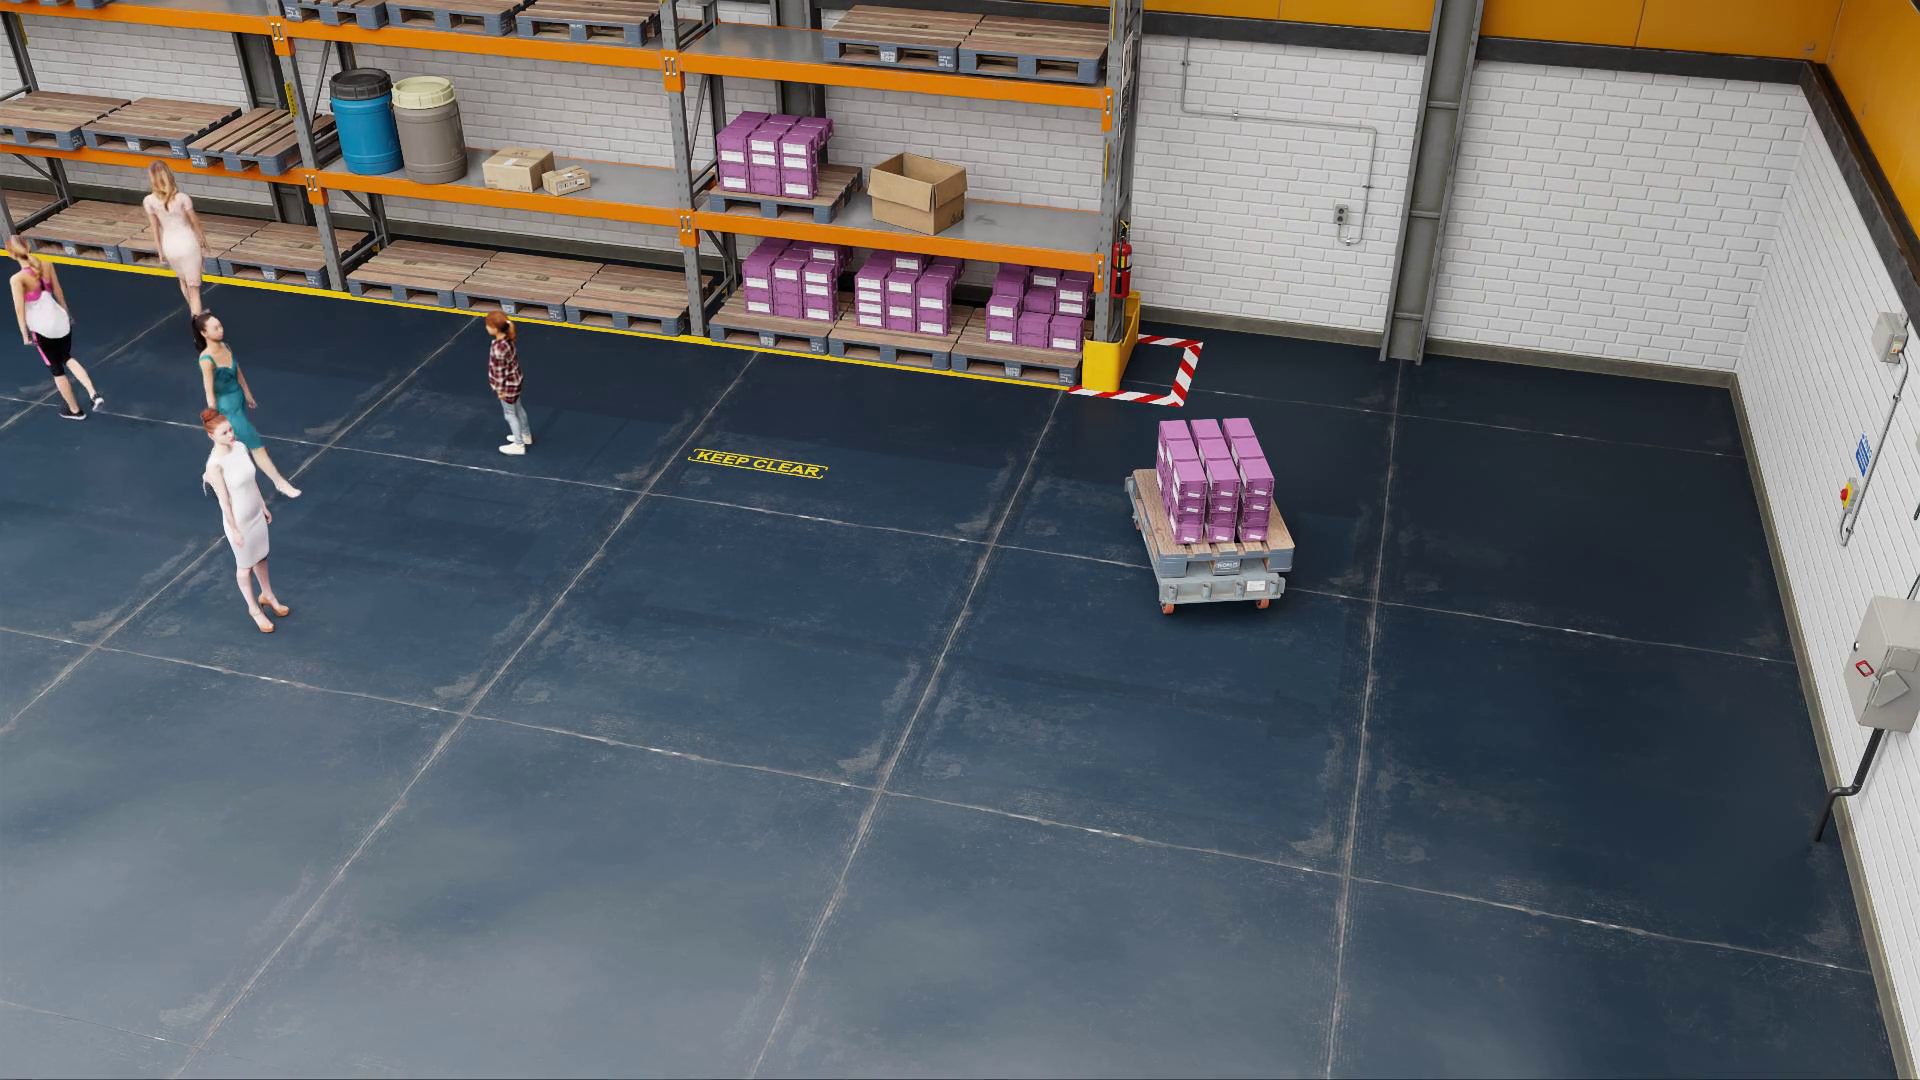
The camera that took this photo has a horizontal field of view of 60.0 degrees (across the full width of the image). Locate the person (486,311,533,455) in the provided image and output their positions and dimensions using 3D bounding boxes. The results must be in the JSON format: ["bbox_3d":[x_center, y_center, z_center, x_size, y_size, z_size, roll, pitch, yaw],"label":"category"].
[{"bbox_3d":[-3.842,-1.351,14.172,0.568,1.305,0.564,1,34,2],"label":"person"}]

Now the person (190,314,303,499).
[{"bbox_3d":[-5.943,-1.033,13.393,1.092,1.639,0.724,2,34,3],"label":"person"}]

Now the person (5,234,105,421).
[{"bbox_3d":[-7.837,-1.814,14.441,0.816,1.780,0.694,13,36,19],"label":"person"}]

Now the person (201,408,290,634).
[{"bbox_3d":[-5.132,-0.142,11.913,0.476,1.793,0.573,7,34,10],"label":"person"}]

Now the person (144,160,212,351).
[{"bbox_3d":[-7.352,-2.654,15.682,0.960,1.804,0.831,-2,34,-3],"label":"person"}]
